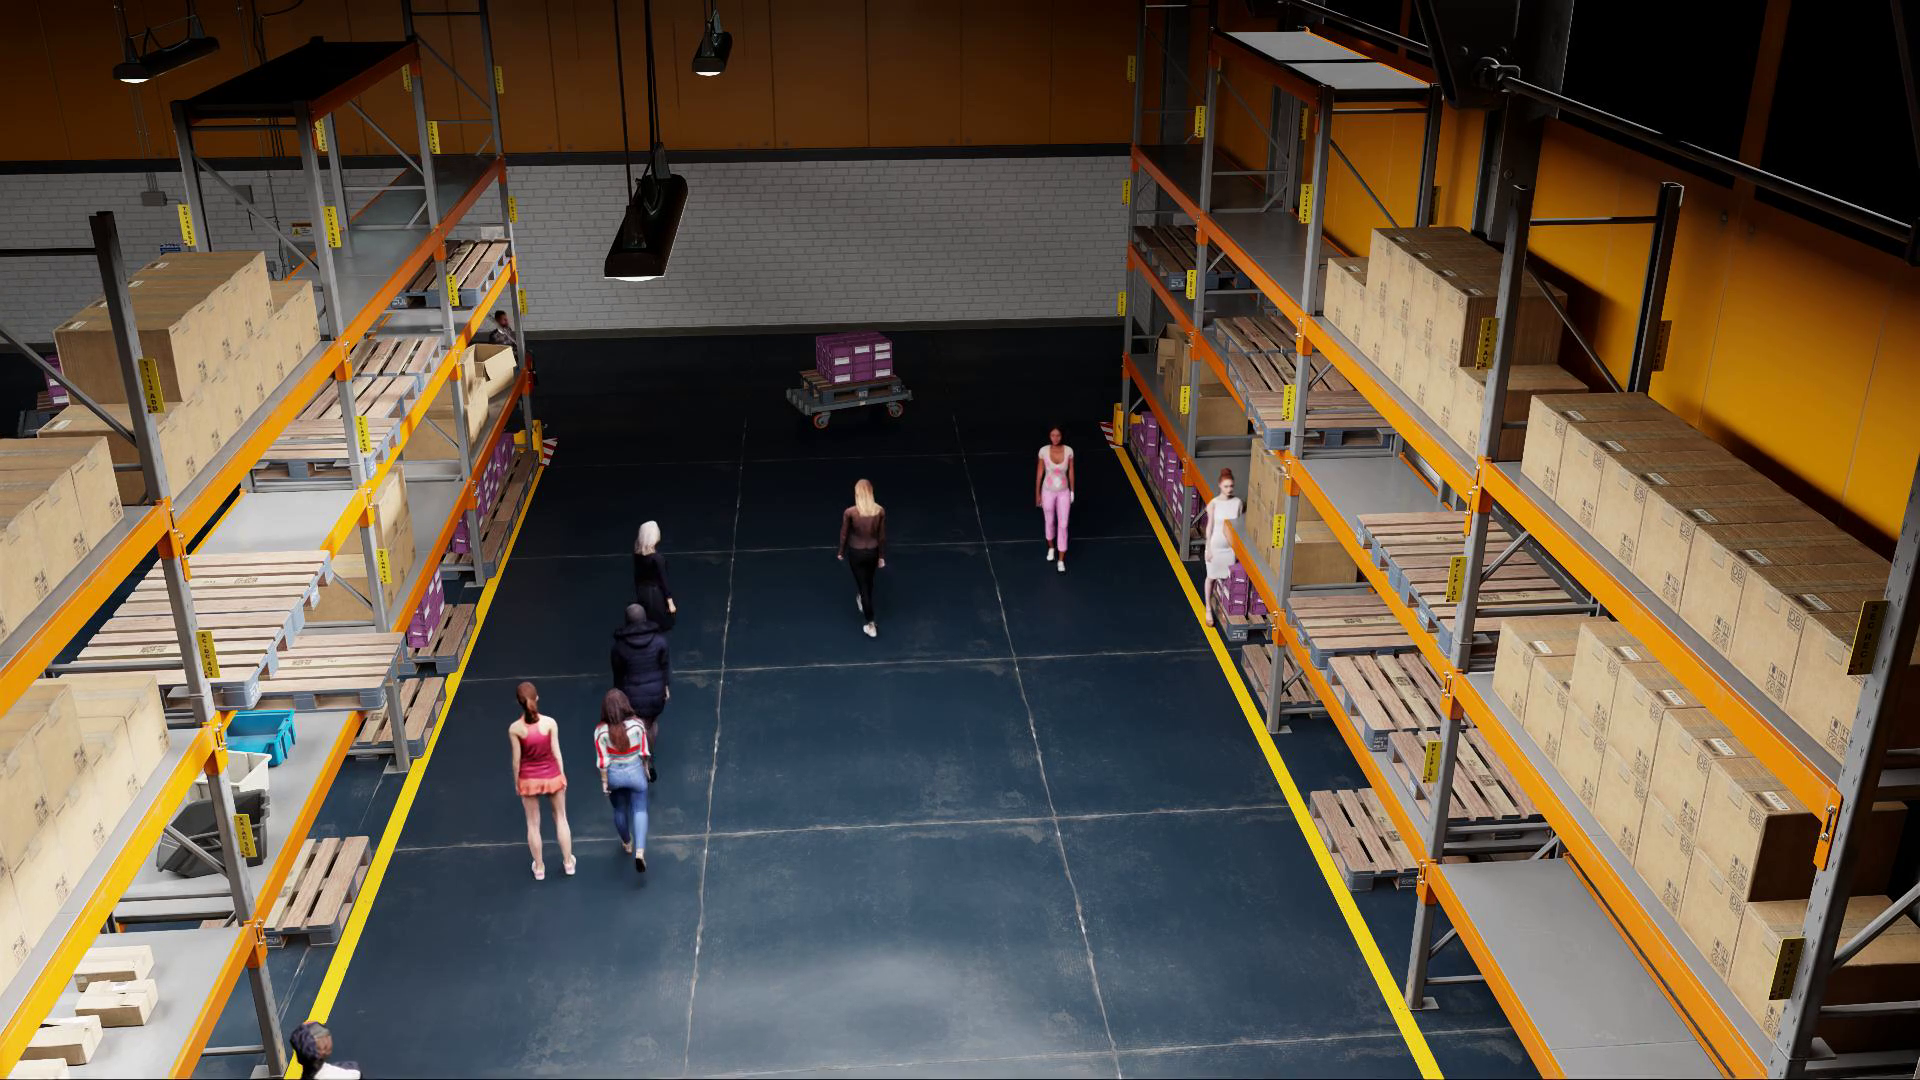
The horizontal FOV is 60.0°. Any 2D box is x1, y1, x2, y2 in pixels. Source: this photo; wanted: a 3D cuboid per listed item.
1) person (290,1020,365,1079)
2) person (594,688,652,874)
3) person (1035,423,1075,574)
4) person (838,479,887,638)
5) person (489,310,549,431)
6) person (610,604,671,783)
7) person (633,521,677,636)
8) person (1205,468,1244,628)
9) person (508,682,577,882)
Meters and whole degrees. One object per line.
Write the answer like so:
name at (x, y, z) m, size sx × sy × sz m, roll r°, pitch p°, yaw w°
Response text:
person at (-3.576, 3.560, 9.505) m, size 0.835 × 1.891 × 0.762 m, roll 17°, pitch 29°, yaw 34°
person at (-2.710, 1.965, 13.523) m, size 0.678 × 1.597 × 0.992 m, roll -6°, pitch 24°, yaw -14°
person at (1.096, -0.542, 19.110) m, size 0.695 × 1.715 × 1.011 m, roll 1°, pitch 24°, yaw 3°
person at (-0.988, 0.220, 17.442) m, size 0.819 × 1.654 × 1.145 m, roll -8°, pitch 25°, yaw -18°
person at (-6.401, -2.320, 23.118) m, size 0.960 × 1.761 × 1.216 m, roll 5°, pitch 24°, yaw 11°
person at (-2.815, 1.375, 14.799) m, size 0.796 × 1.656 × 1.053 m, roll -7°, pitch 25°, yaw -15°
person at (-3.084, 0.650, 16.359) m, size 0.870 × 1.734 × 0.824 m, roll -21°, pitch 31°, yaw -39°
person at (2.765, 0.088, 17.572) m, size 0.571 × 1.792 × 0.520 m, roll -5°, pitch 24°, yaw -11°
person at (-3.391, 1.938, 13.390) m, size 0.597 × 1.751 × 0.582 m, roll -6°, pitch 24°, yaw -12°
